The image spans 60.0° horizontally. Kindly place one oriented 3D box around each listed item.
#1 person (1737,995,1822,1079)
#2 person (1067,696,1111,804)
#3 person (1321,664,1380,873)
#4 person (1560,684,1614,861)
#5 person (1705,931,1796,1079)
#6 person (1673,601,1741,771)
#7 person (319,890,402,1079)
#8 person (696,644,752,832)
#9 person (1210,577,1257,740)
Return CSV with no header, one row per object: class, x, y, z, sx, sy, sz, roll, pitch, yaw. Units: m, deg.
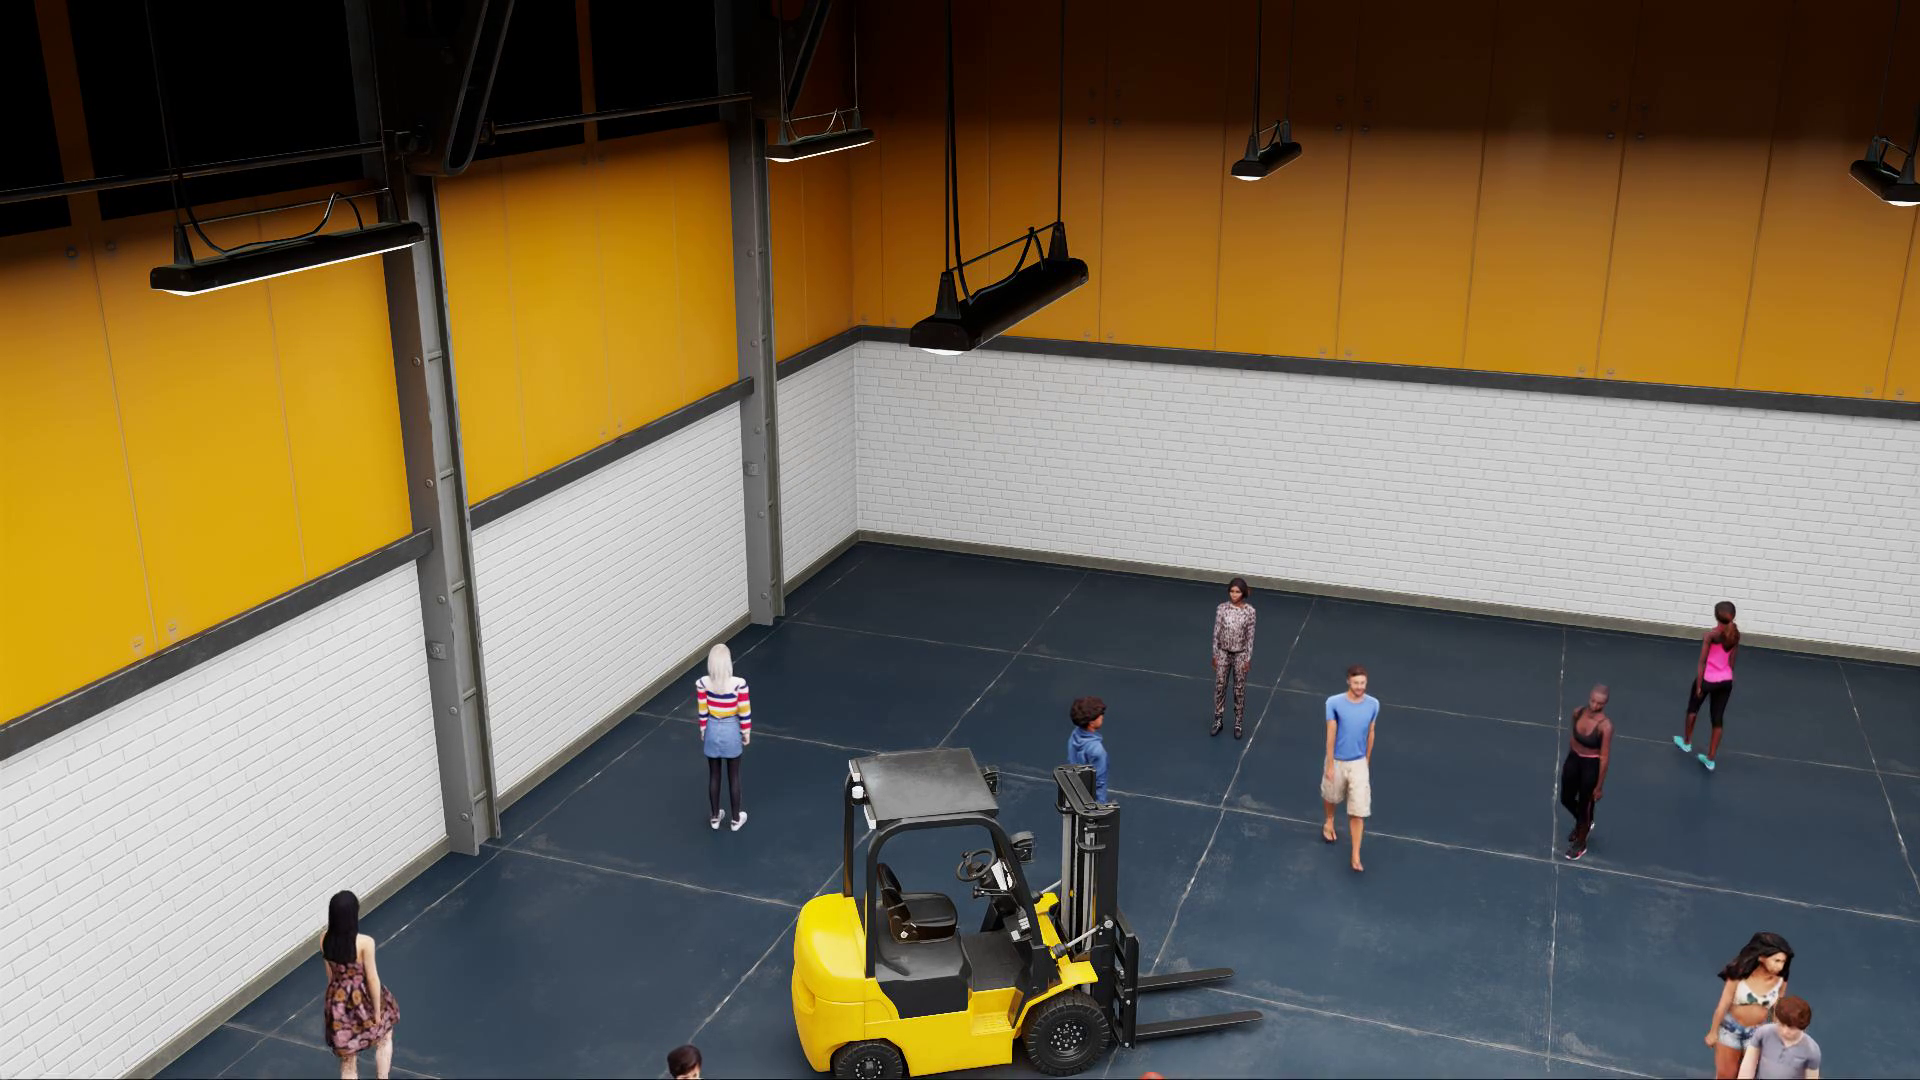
person,5.142,3.520,10.434,1.203,1.613,0.949,-16,24,-39
person,1.071,2.171,14.130,0.812,1.811,0.737,-7,20,-20
person,3.411,1.938,14.819,0.880,1.812,1.304,1,19,3
person,5.564,2.024,14.688,0.935,1.733,0.863,-8,20,-23
person,5.208,3.291,11.143,0.666,1.595,0.684,2,19,6
person,7.490,1.453,16.433,0.773,1.702,0.943,-1,19,-2
person,-4.094,3.203,11.151,0.723,1.755,0.810,1,19,3
person,-2.177,1.795,15.250,0.689,1.808,0.605,2,19,6
person,2.815,1.205,17.150,0.570,1.714,0.562,6,20,17
